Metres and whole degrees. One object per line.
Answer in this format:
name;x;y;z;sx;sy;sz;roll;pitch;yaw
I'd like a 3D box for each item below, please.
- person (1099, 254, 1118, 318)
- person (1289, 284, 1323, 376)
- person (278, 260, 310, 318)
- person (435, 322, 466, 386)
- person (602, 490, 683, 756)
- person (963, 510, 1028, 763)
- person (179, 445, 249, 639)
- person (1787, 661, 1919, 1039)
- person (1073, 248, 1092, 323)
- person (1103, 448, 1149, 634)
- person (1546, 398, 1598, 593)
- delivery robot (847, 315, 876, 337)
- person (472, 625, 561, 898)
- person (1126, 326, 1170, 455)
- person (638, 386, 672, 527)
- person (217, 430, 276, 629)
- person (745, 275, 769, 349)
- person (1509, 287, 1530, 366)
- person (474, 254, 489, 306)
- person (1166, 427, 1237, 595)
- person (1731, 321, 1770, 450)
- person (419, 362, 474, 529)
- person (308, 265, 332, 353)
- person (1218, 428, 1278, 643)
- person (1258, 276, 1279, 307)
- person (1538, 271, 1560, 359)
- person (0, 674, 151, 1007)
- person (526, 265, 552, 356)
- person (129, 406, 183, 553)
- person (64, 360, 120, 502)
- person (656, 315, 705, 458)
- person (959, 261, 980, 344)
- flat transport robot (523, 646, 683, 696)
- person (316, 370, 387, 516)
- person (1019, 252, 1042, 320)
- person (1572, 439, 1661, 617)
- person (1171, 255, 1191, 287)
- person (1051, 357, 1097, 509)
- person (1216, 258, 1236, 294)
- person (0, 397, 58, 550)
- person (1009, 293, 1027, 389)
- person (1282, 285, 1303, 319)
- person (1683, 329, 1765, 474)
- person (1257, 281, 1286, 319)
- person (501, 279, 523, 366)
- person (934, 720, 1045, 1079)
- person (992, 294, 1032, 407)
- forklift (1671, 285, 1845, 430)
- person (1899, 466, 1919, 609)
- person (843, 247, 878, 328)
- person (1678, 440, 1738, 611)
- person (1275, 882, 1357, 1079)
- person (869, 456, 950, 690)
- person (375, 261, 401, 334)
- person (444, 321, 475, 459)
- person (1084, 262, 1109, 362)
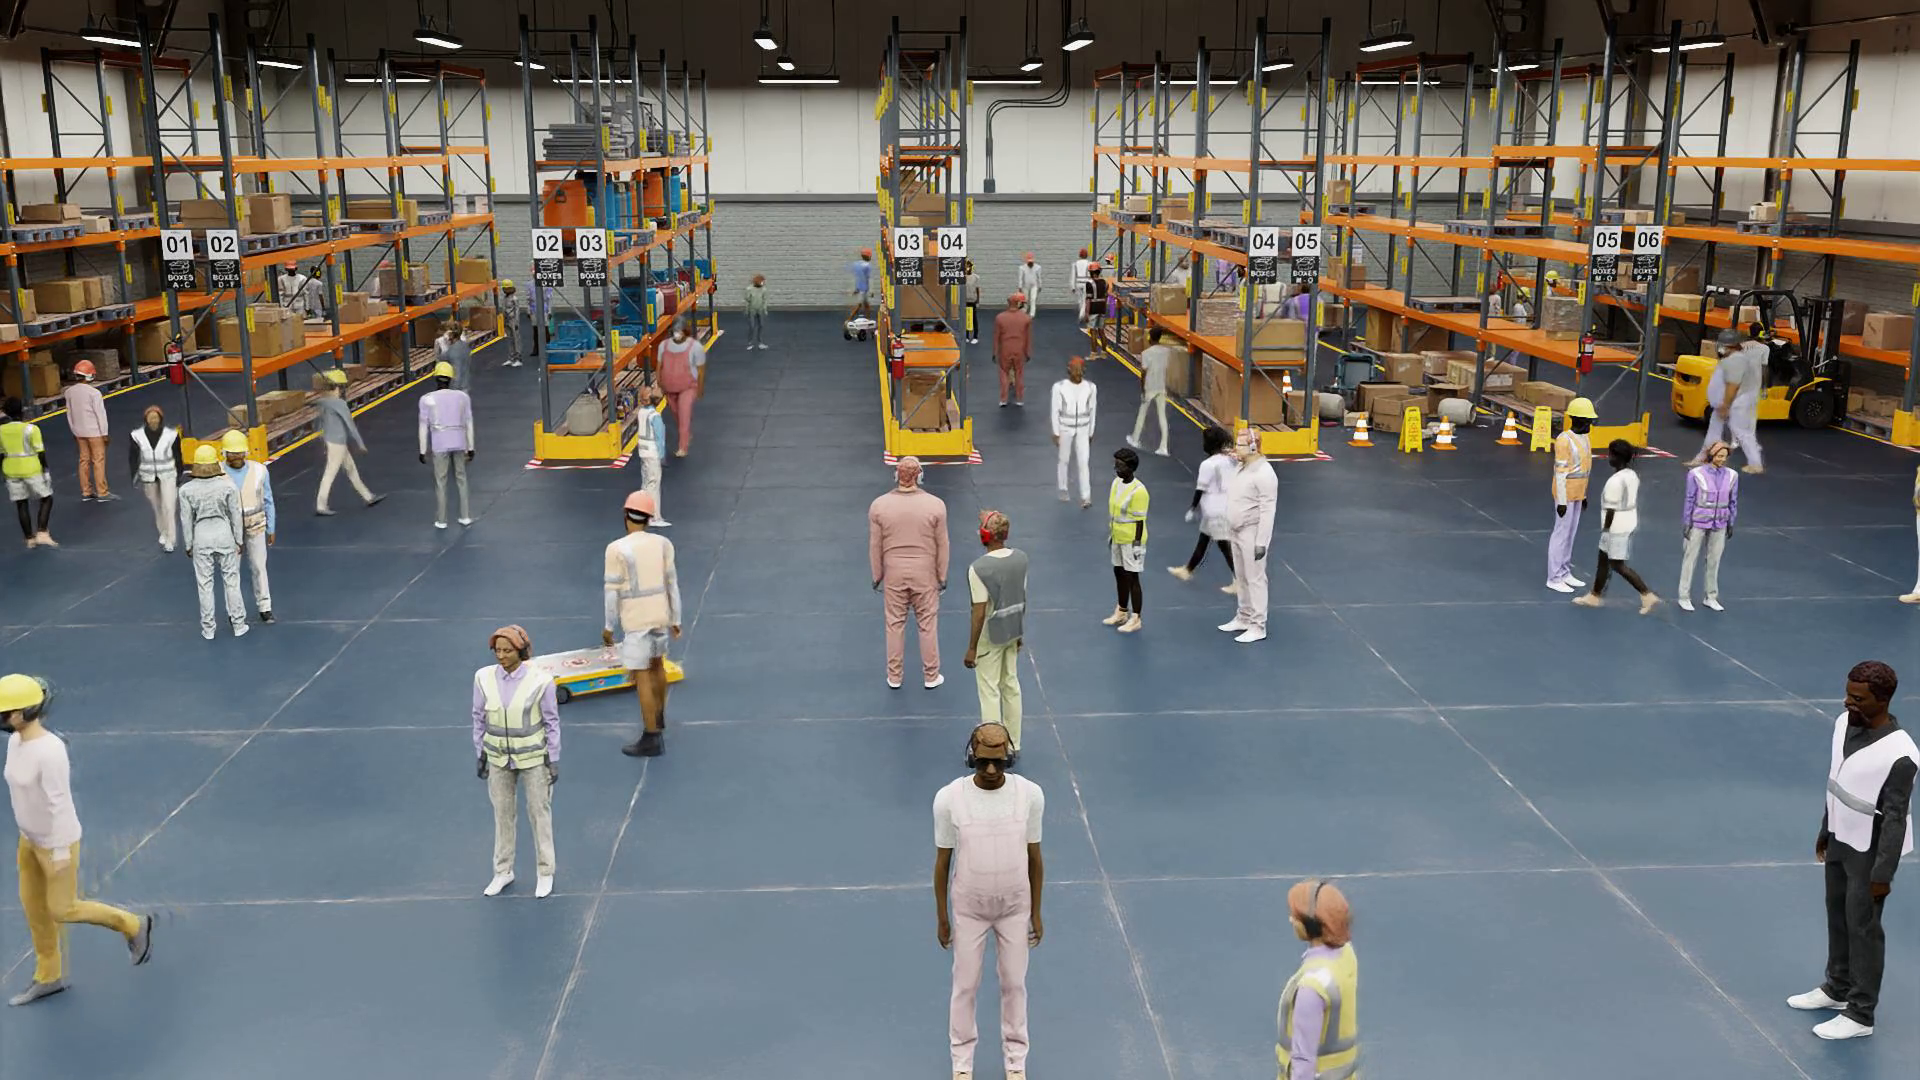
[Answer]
person;3.687;-6.200;41.146;0.562;1.753;0.334;8;16;31
person;6.616;-4.041;31.839;0.649;1.827;0.499;3;14;11
person;-14.119;-4.959;35.296;0.607;2.034;0.407;-2;13;-9
person;-8.194;-2.743;26.874;0.522;1.576;0.929;0;13;2
person;-2.311;0.588;12.148;0.740;1.880;0.644;12;18;40
person;0.262;0.700;11.716;0.376;1.844;0.573;11;17;40
person;-6.659;0.014;14.846;0.493;1.743;0.295;-6;14;-22
person;4.428;1.507;8.168;0.397;1.911;0.588;0;13;1
person;3.090;-6.345;41.532;0.595;1.872;0.647;7;15;26
person;1.514;-0.003;15.034;0.320;1.691;0.539;-6;14;-23
person;6.048;-0.451;16.423;0.369;1.927;0.589;11;17;39
delivery robot;-2.241;-4.883;37.934;0.477;0.478;0.707;10;17;37
person;-2.574;1.283;9.686;0.513;1.642;0.313;2;13;8
person;2.746;-2.155;23.888;0.505;1.804;1.013;-6;15;-24
person;-3.558;-0.967;19.229;0.310;1.636;0.522;-8;16;-31
person;-6.555;-0.105;15.173;0.591;1.826;0.403;-8;15;-31
person;-4.417;-4.941;36.168;0.592;1.634;0.311;-10;16;-36
person;10.490;-3.861;31.213;0.311;1.768;0.524;4;14;16
person;-11.458;-5.911;39.749;0.440;1.830;0.590;-11;17;-38
person;2.460;-0.297;16.380;0.909;1.634;0.535;7;15;29
person;11.449;-2.233;24.096;0.310;1.868;0.533;-10;17;-37
person;-5.911;-1.091;19.169;0.592;1.915;0.415;-9;16;-34
person;-13.723;-4.924;35.523;0.513;1.861;0.322;9;16;33
person;2.543;-0.048;14.758;0.402;1.905;0.652;-3;14;-13
person;7.155;-5.619;38.748;0.528;1.733;0.809;-5;14;-19
person;12.200;-4.672;34.539;0.405;1.824;0.585;3;14;12
person;-4.605;1.499;8.527;0.528;1.751;0.610;10;16;35
person;-8.836;-4.816;34.897;0.551;1.932;0.378;2;13;8
person;-8.721;-0.676;18.106;0.505;1.590;0.913;-3;14;-13
person;-10.761;-1.351;20.608;0.575;1.747;0.340;5;14;20
person;-3.990;-2.260;23.843;0.684;2.000;0.975;4;14;15
person;0.210;-5.317;37.198;0.498;1.861;0.330;6;14;23
flat transport robot;-3.044;1.074;13.508;1.431;0.197;0.652;-8;16;-31
person;-7.343;-1.162;19.882;0.934;1.714;0.534;-10;16;-36
person;1.799;-6.532;42.631;0.579;1.717;0.734;0;13;-1
person;6.214;-0.115;15.557;0.794;1.668;0.540;10;17;37
person;5.194;-5.678;38.646;0.662;1.886;0.591;-4;14;-18
person;1.387;-1.318;20.313;0.581;1.835;0.973;-2;13;-7
person;6.664;-6.426;41.488;0.386;2.039;0.616;-10;17;-37
person;-10.188;-0.714;18.065;0.566;1.675;0.401;-1;13;-4
person;1.047;-3.620;30.243;0.372;1.738;0.642;-6;15;-25
person;6.759;-4.355;33.654;0.525;1.605;0.763;4;14;18
person;10.369;-1.900;22.318;0.993;2.000;0.732;3;14;13
person;6.479;-4.743;34.642;0.587;1.915;0.401;0;13;2
person;-9.011;-4.354;33.359;0.487;1.740;0.313;13;18;43
person;0.133;1.685;7.582;0.501;1.838;0.341;-2;13;-7
person;0.889;-3.201;28.128;0.667;1.908;0.406;-1;13;-2
forklift;12.503;-2.886;26.166;2.313;2.155;1.214;-1;13;-3
person;9.255;-0.246;15.759;0.428;1.837;0.621;-1;13;-3
person;-2.382;-6.054;40.063;1.048;1.988;0.627;-8;16;-31
person;7.067;-0.133;15.714;0.514;1.634;0.313;-1;13;-4
person;1.344;2.078;6.346;0.329;1.634;0.525;7;15;26
person;-0.401;0.269;13.414;0.640;1.910;0.401;1;13;6
person;-12.052;-4.924;35.265;0.619;1.982;0.441;-2;13;-10
person;-7.056;-2.108;23.415;0.361;1.939;0.635;-1;13;-3
person;2.771;-4.691;34.169;0.608;2.033;0.425;-11;17;-40
